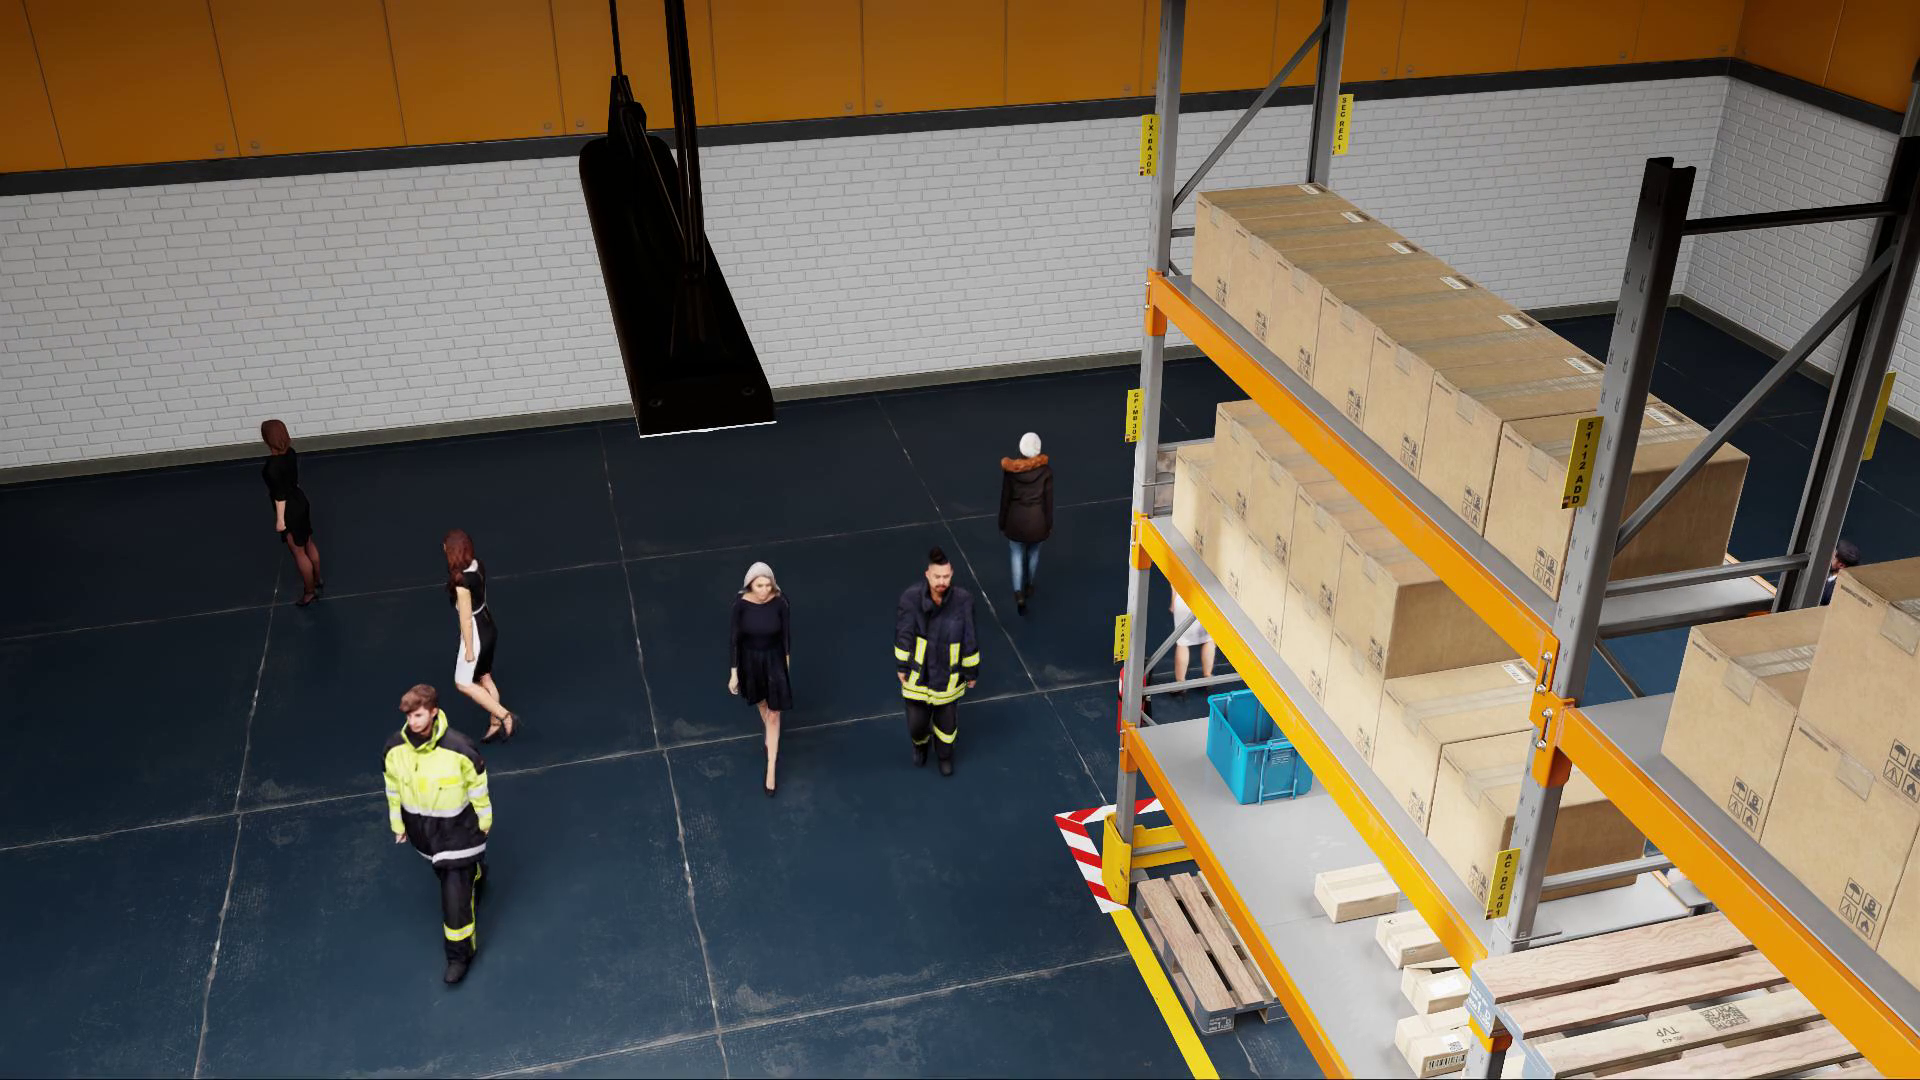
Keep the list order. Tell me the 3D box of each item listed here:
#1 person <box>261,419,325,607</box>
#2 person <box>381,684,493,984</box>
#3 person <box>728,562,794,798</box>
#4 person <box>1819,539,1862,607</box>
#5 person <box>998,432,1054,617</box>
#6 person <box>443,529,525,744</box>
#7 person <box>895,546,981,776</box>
[{"bbox_3d":[-5.653,-0.240,14.077,0.694,1.706,0.515,0,29,0],"label":"person"},{"bbox_3d":[-3.163,1.685,10.302,1.067,1.941,1.343,3,29,6],"label":"person"},{"bbox_3d":[-1.424,0.884,12.008,0.757,1.712,1.126,-1,29,-1],"label":"person"},{"bbox_3d":[6.404,0.798,12.179,1.016,1.699,0.963,15,32,26],"label":"person"},{"bbox_3d":[0.557,-0.122,13.956,0.813,1.615,1.051,2,29,3],"label":"person"},{"bbox_3d":[-3.451,0.748,12.185,0.783,1.784,0.726,1,29,2],"label":"person"},{"bbox_3d":[-0.177,0.836,11.953,0.834,1.850,0.802,-1,29,-2],"label":"person"}]
